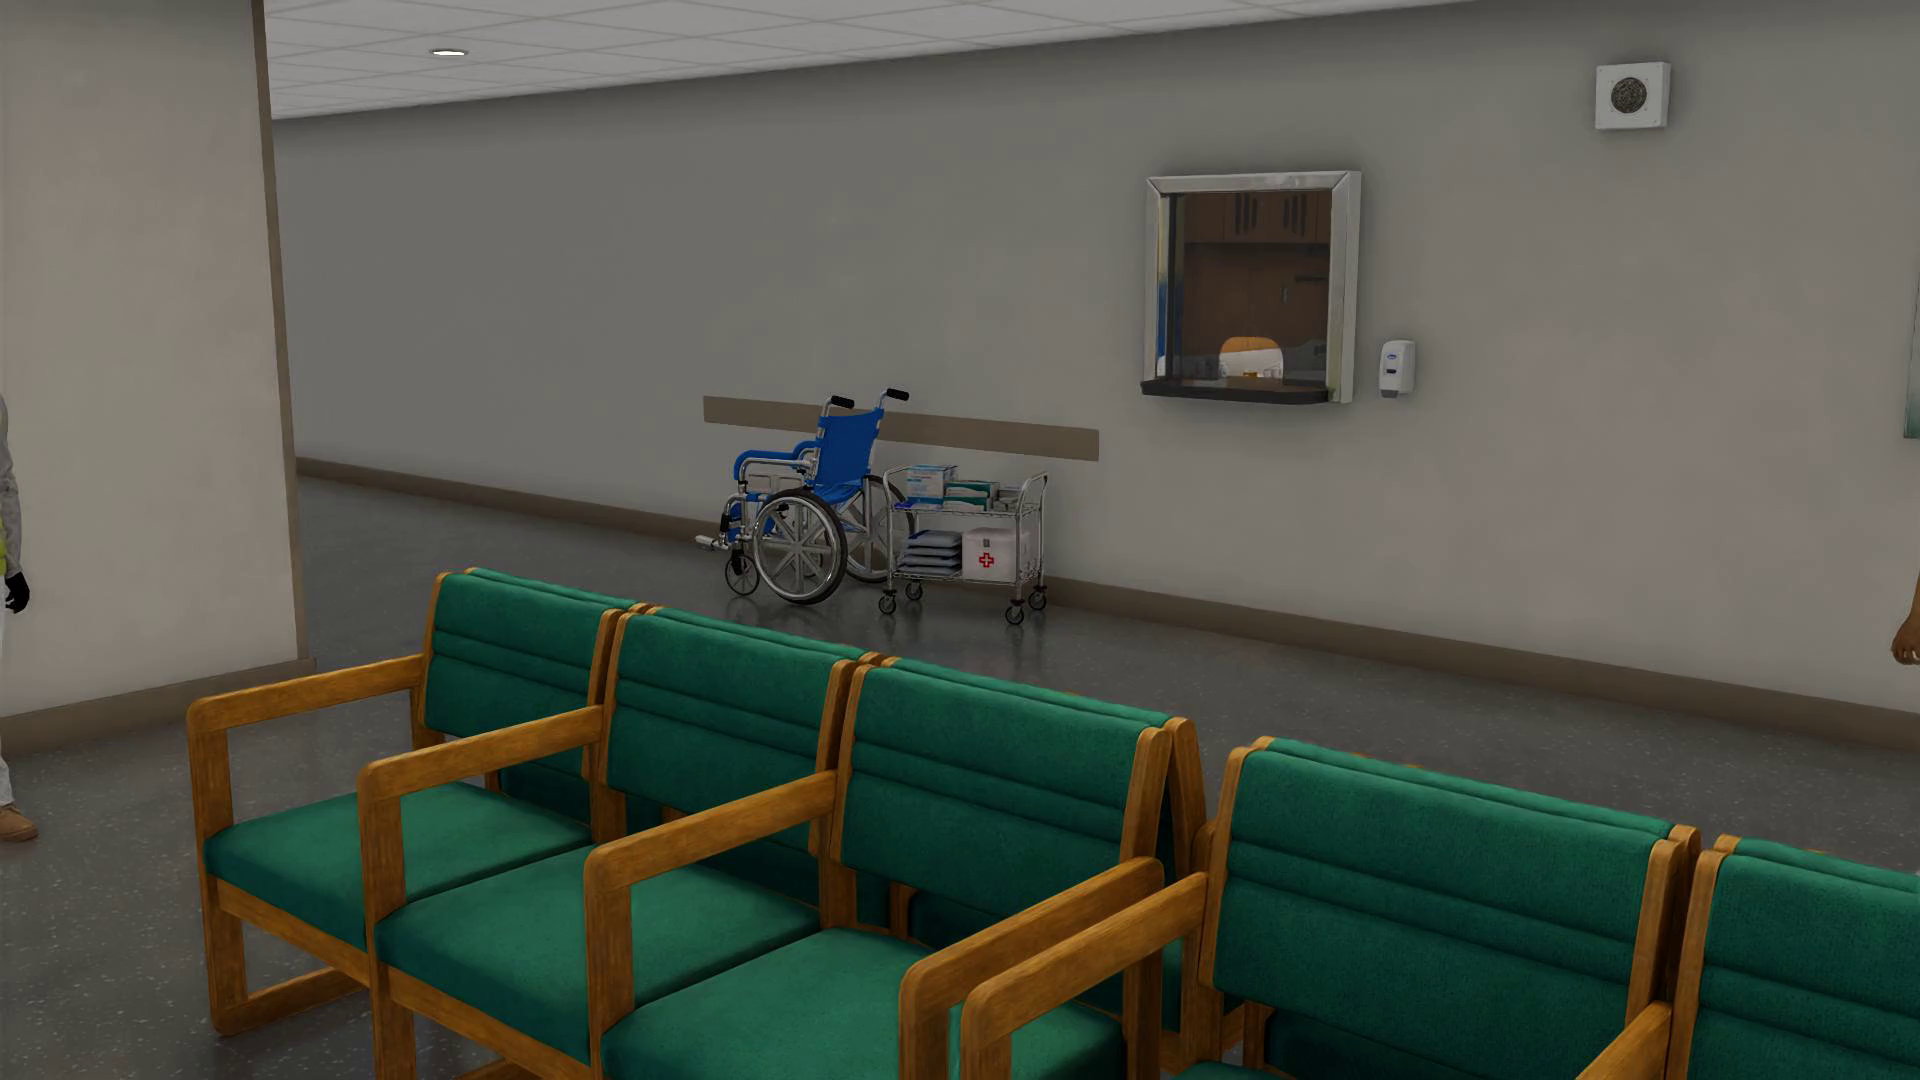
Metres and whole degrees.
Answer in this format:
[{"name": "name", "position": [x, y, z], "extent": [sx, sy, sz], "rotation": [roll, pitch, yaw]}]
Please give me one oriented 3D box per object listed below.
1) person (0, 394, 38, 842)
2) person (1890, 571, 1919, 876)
[{"name": "person", "position": [-3.306, 0.113, 5.336], "extent": [0.429, 1.847, 0.626], "rotation": [7, 12, 34]}, {"name": "person", "position": [3.015, 0.195, 4.858], "extent": [0.563, 1.847, 0.389], "rotation": [-3, 10, -17]}]
